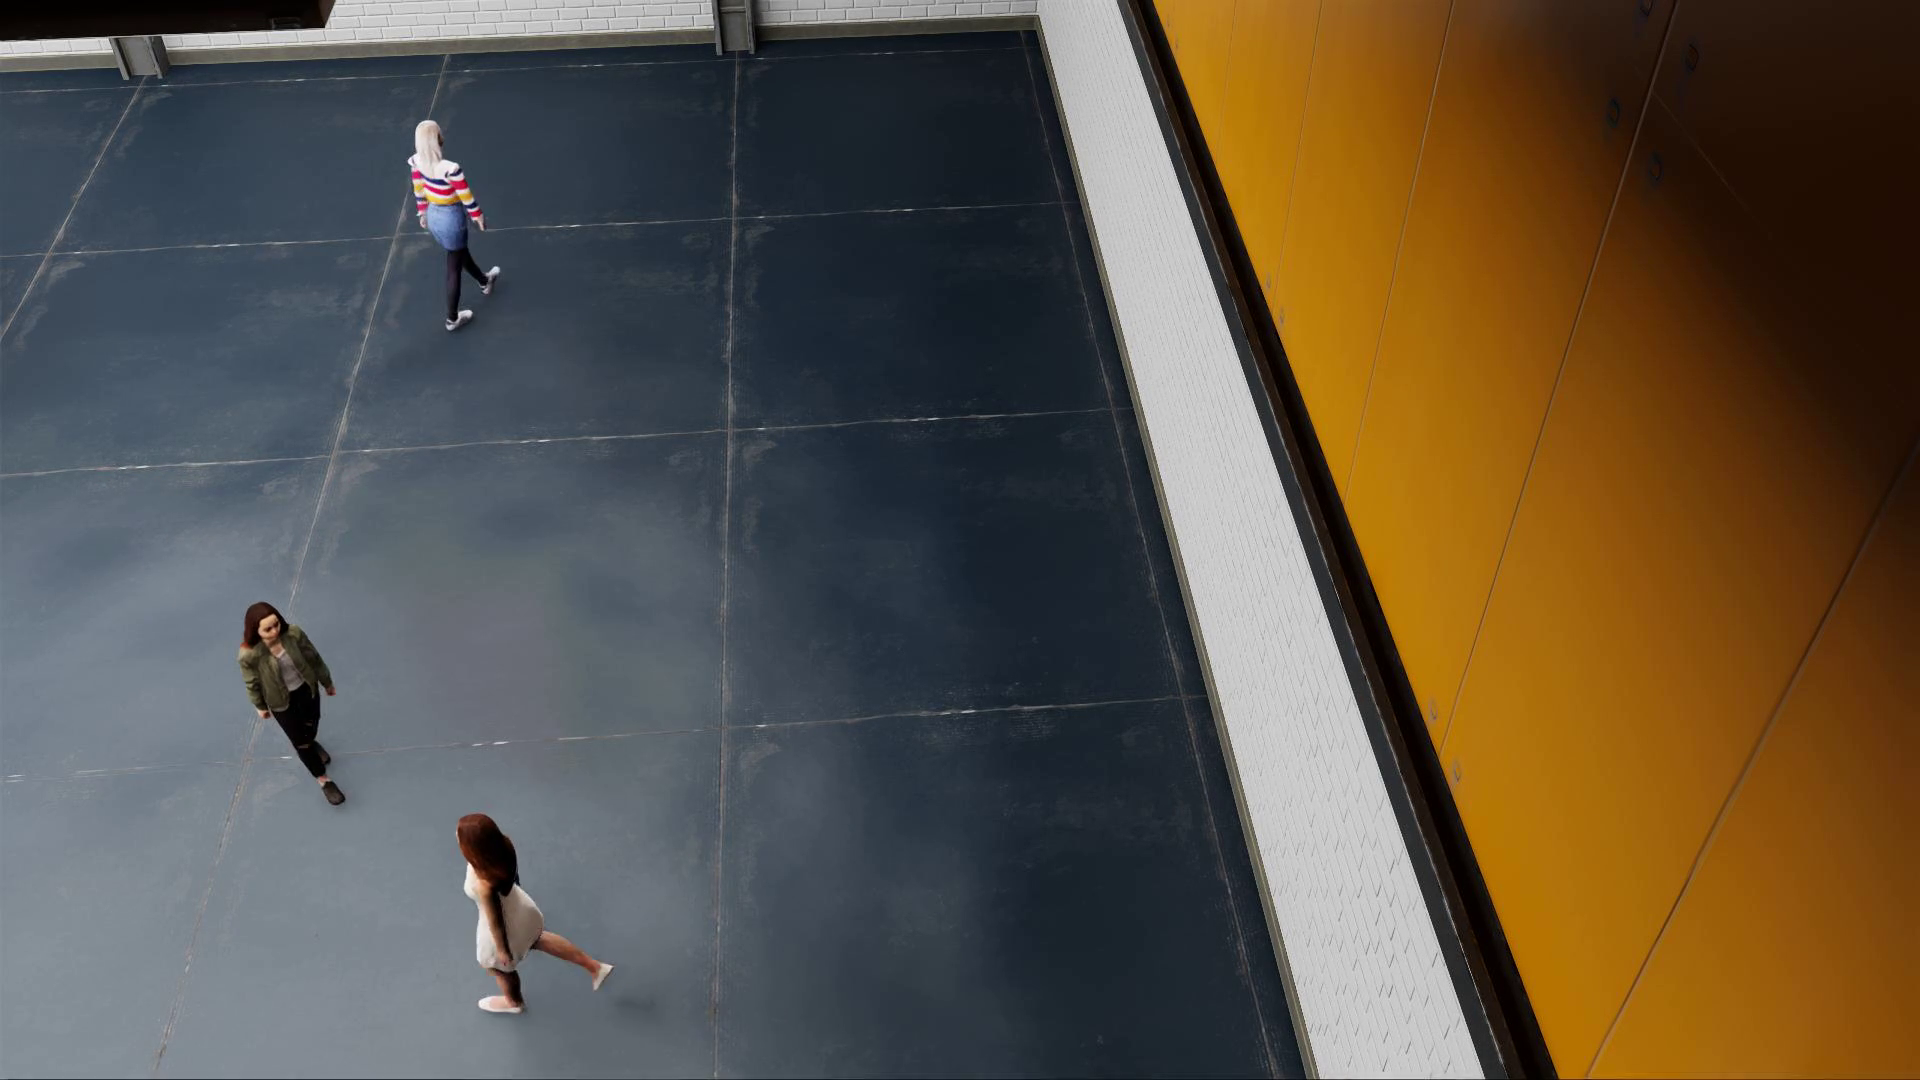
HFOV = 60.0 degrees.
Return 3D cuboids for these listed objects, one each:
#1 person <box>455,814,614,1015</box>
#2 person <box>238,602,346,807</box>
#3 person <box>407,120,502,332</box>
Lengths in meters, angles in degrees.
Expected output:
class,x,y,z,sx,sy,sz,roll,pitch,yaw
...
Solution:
class,x,y,z,sx,sy,sz,roll,pitch,yaw
person,-2.272,1.983,8.675,1.019,1.692,0.637,1,44,1
person,-4.036,0.889,9.995,0.903,1.456,0.943,-34,53,-30
person,-4.154,-2.479,13.299,1.078,1.774,1.064,21,47,21
